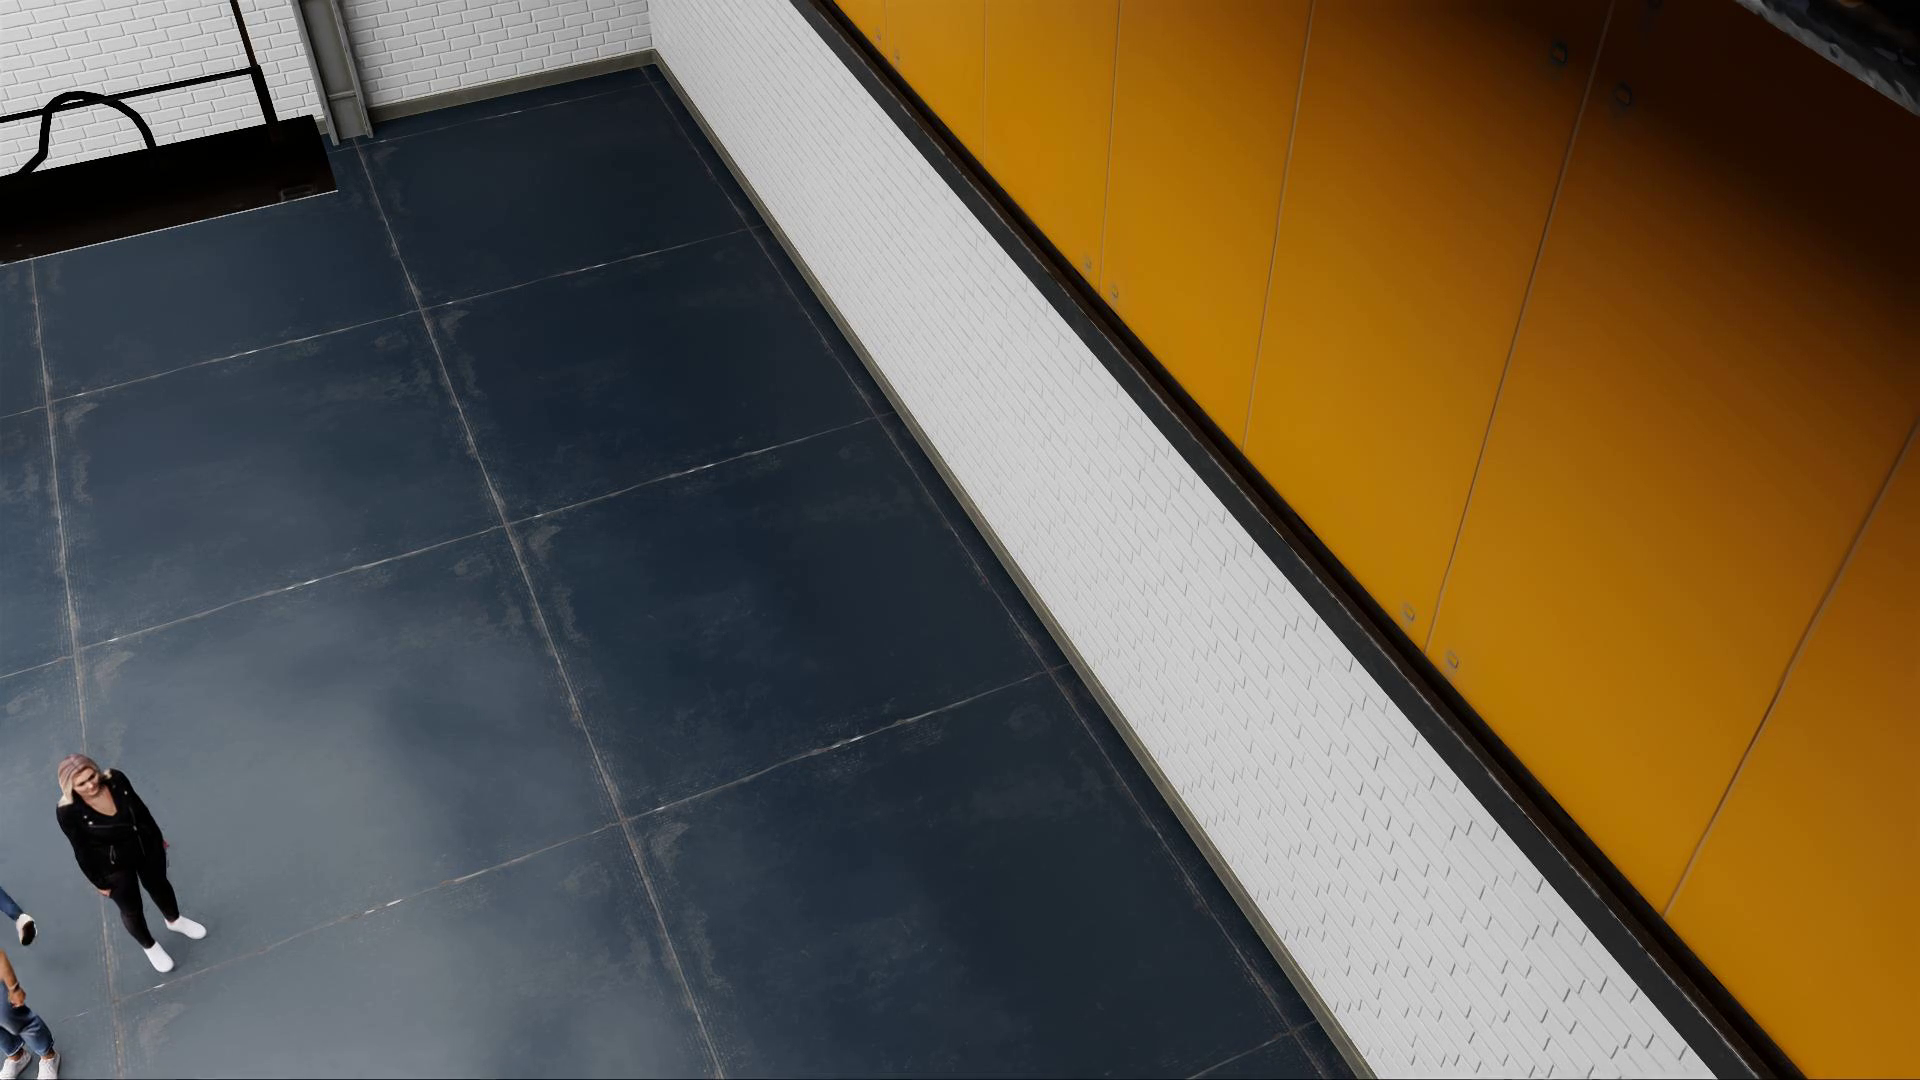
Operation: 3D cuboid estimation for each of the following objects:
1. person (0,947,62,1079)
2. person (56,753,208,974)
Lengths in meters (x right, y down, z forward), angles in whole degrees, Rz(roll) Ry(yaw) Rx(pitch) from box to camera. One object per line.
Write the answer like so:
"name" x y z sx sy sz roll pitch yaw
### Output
"person" -5.084 2.301 8.594 0.640 1.722 0.763 2 44 2
"person" -4.618 1.745 9.204 0.758 1.685 0.662 21 48 21
